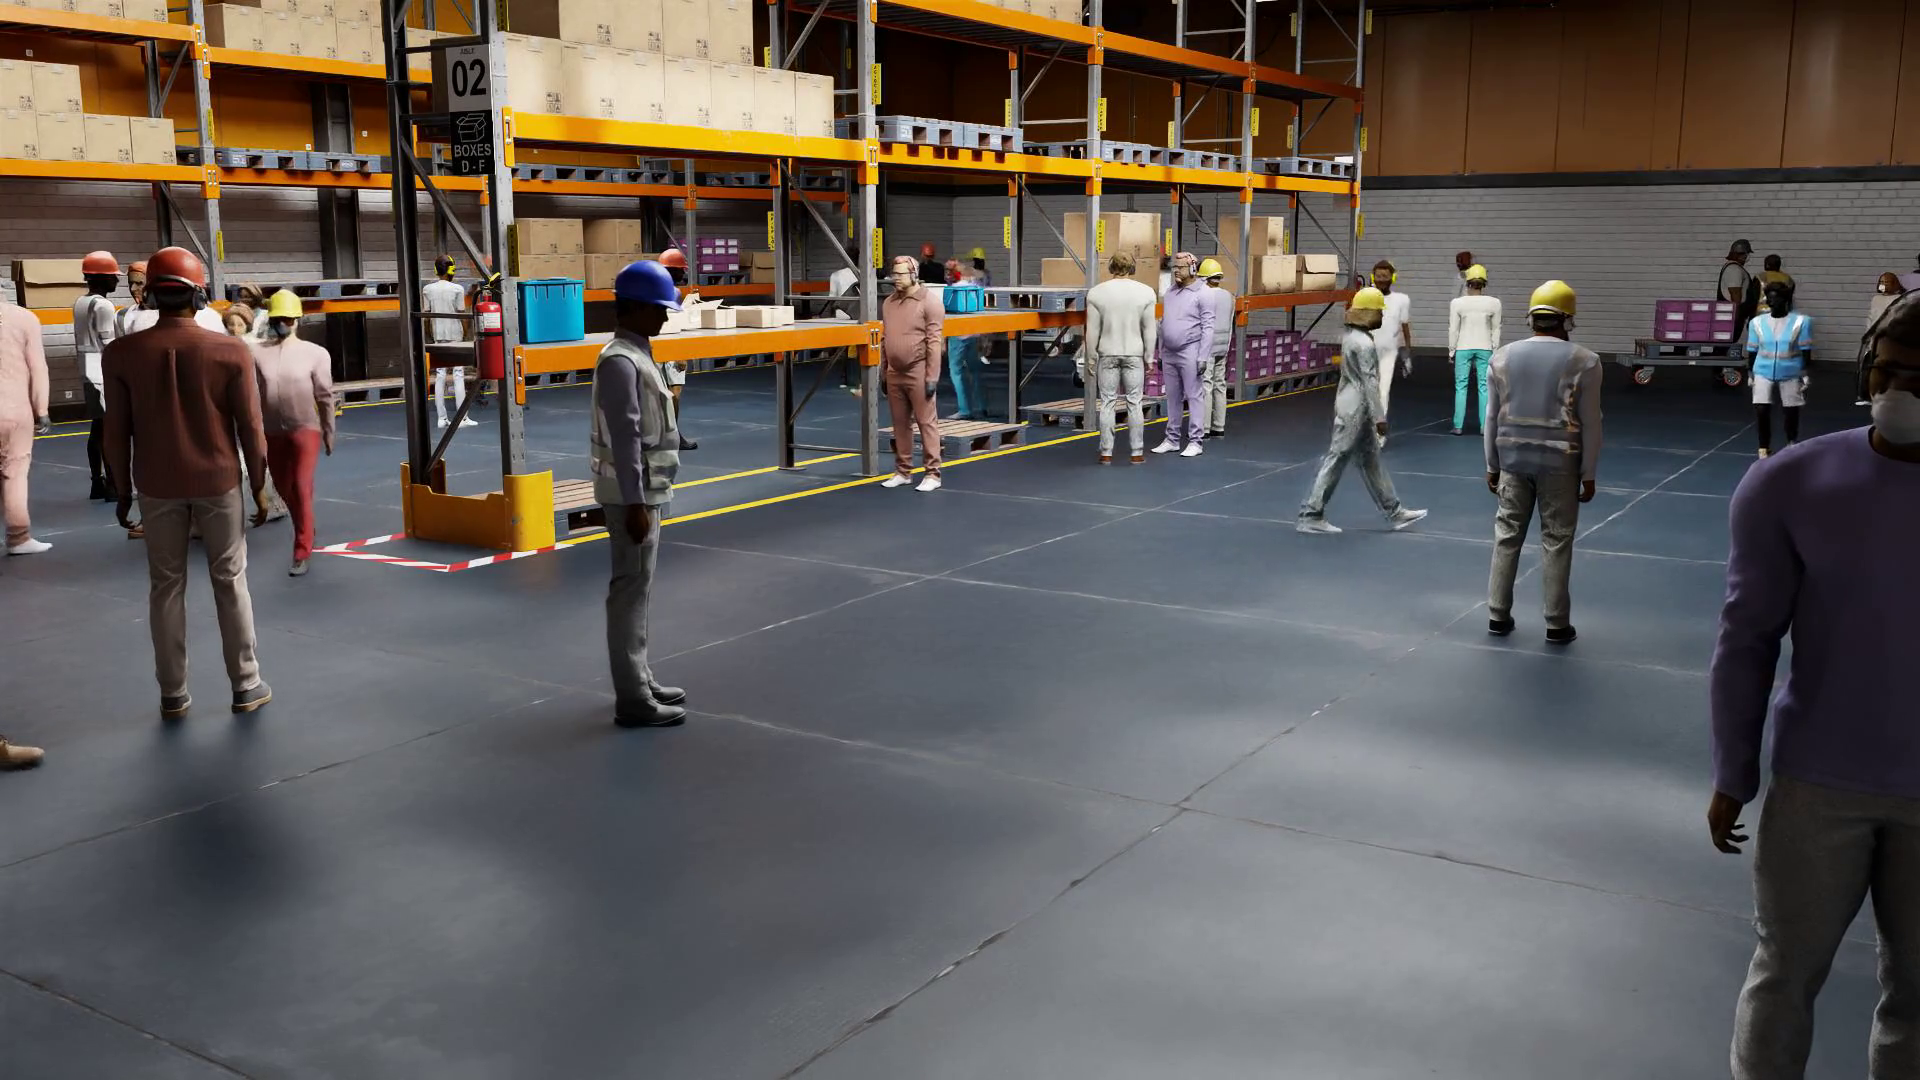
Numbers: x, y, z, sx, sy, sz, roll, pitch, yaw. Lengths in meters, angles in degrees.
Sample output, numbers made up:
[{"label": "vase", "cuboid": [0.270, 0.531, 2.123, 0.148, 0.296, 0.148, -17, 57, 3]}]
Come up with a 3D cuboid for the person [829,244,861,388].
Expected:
[{"label": "person", "cuboid": [-1.481, -3.070, 22.849, 0.613, 1.963, 0.361, 1, 10, 8]}]

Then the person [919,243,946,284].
[{"label": "person", "cuboid": [-0.580, -4.045, 28.245, 0.665, 1.962, 0.679, 2, 10, 9]}]

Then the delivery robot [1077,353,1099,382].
[{"label": "delivery robot", "cuboid": [1.934, -2.396, 22.748, 0.707, 0.478, 0.477, -9, 14, -40]}]

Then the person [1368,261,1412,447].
[{"label": "person", "cuboid": [4.025, -1.753, 15.948, 0.558, 1.816, 1.023, 5, 11, 24]}]

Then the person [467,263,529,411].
[{"label": "person", "cuboid": [-5.460, -2.472, 19.664, 0.612, 1.921, 0.551, 1, 10, 3]}]

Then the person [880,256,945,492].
[{"label": "person", "cuboid": [-0.416, -1.342, 13.482, 0.637, 1.898, 0.396, 9, 13, 39]}]

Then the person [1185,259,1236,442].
[{"label": "person", "cuboid": [2.503, -1.905, 16.764, 0.587, 1.833, 0.404, -10, 14, -43]}]

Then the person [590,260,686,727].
[{"label": "person", "cuboid": [-1.348, -0.196, 7.002, 0.402, 1.938, 0.604, -1, 10, -6]}]

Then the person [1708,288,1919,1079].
[{"label": "person", "cuboid": [1.791, 0.484, 3.235, 0.635, 1.936, 0.350, 4, 11, 21]}]

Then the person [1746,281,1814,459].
[{"label": "person", "cuboid": [7.284, -1.469, 14.786, 0.551, 1.669, 0.554, 8, 13, 36]}]

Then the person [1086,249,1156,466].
[{"label": "person", "cuboid": [1.437, -1.626, 14.922, 0.629, 1.939, 0.372, 1, 10, 6]}]

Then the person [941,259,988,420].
[{"label": "person", "cuboid": [0.053, -2.255, 18.762, 0.426, 1.810, 0.733, 9, 14, 41]}]

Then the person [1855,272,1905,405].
[{"label": "person", "cuboid": [11.219, -2.429, 20.222, 0.284, 1.633, 0.497, -3, 11, -18]}]

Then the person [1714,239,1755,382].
[{"label": "person", "cuboid": [11.128, -3.282, 23.818, 0.536, 2.000, 0.688, 3, 11, 14]}]

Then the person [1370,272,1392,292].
[{"label": "person", "cuboid": [5.521, -2.750, 21.995, 0.265, 1.632, 0.509, -8, 13, -37]}]

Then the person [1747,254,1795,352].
[{"label": "person", "cuboid": [11.500, -3.139, 23.637, 0.646, 1.822, 0.434, -1, 10, -3]}]

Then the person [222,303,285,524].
[{"label": "person", "cuboid": [-5.017, -0.845, 11.563, 0.570, 1.582, 0.874, 4, 11, 19]}]

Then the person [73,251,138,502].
[{"label": "person", "cuboid": [-6.628, -1.267, 12.938, 0.551, 1.934, 0.373, 9, 13, 40]}]

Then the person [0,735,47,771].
[{"label": "person", "cuboid": [-4.010, -0.095, 6.257, 0.876, 2.010, 0.655, 0, 10, -1]}]

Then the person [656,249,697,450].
[{"label": "person", "cuboid": [-2.777, -1.837, 16.097, 0.374, 1.935, 0.552, -7, 13, -35]}]

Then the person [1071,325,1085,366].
[{"label": "person", "cuboid": [1.983, -3.388, 25.573, 0.357, 1.624, 0.529, 0, 10, -2]}]

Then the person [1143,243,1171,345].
[{"label": "person", "cuboid": [2.885, -3.287, 24.045, 0.671, 1.978, 1.077, -4, 11, -22]}]

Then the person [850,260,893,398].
[{"label": "person", "cuboid": [-1.051, -2.672, 21.147, 0.942, 1.796, 0.641, -10, 14, -44]}]

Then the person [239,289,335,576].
[{"label": "person", "cuboid": [-4.142, -0.694, 10.336, 0.529, 1.730, 0.859, 0, 10, -2]}]

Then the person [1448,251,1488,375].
[{"label": "person", "cuboid": [7.644, -3.412, 25.062, 0.611, 1.846, 0.695, -6, 12, -31]}]

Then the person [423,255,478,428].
[{"label": "person", "cuboid": [-5.531, -2.142, 17.990, 0.519, 1.865, 0.328, 2, 10, 10]}]

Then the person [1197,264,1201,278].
[{"label": "person", "cuboid": [4.010, -3.723, 27.363, 0.537, 1.647, 0.851, 3, 11, 16]}]

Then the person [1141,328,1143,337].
[{"label": "person", "cuboid": [2.182, -2.798, 21.453, 0.547, 1.925, 0.384, -9, 14, -42]}]

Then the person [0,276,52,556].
[{"label": "person", "cuboid": [-6.238, -0.844, 10.774, 0.647, 1.881, 0.550, -2, 10, -11]}]

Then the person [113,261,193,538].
[{"label": "person", "cuboid": [-5.445, -0.943, 11.290, 0.581, 1.882, 0.339, 1, 10, 6]}]

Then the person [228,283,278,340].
[{"label": "person", "cuboid": [-6.650, -1.624, 15.796, 0.520, 1.628, 0.473, 1, 10, 8]}]

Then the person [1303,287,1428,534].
[{"label": "person", "cuboid": [2.799, -0.873, 11.404, 0.900, 1.690, 0.510, 1, 10, 4]}]

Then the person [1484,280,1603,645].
[{"label": "person", "cuboid": [2.940, -0.390, 8.412, 0.591, 1.823, 0.405, 8, 13, 39]}]

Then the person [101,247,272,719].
[{"label": "person", "cuboid": [-3.268, -0.237, 7.073, 0.625, 1.990, 0.394, -3, 11, -15]}]

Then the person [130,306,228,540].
[{"label": "person", "cuboid": [-5.370, -0.950, 11.393, 0.902, 1.859, 0.655, 7, 13, 36]}]

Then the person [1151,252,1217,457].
[{"label": "person", "cuboid": [2.092, -1.739, 15.641, 0.410, 1.909, 0.643, -8, 13, -39]}]

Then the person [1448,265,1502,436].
[{"label": "person", "cuboid": [5.314, -1.947, 17.212, 0.532, 1.778, 0.342, 2, 10, 10]}]

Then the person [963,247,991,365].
[{"label": "person", "cuboid": [0.289, -3.764, 26.867, 0.597, 1.908, 0.582, -7, 13, -35]}]

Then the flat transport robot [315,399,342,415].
[{"label": "flat transport robot", "cuboid": [-7.573, -1.588, 19.332, 0.652, 0.197, 1.431, -4, 11, -23]}]

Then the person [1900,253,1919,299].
[{"label": "person", "cuboid": [13.441, -3.121, 23.329, 0.802, 1.900, 0.598, -5, 11, -27]}]
